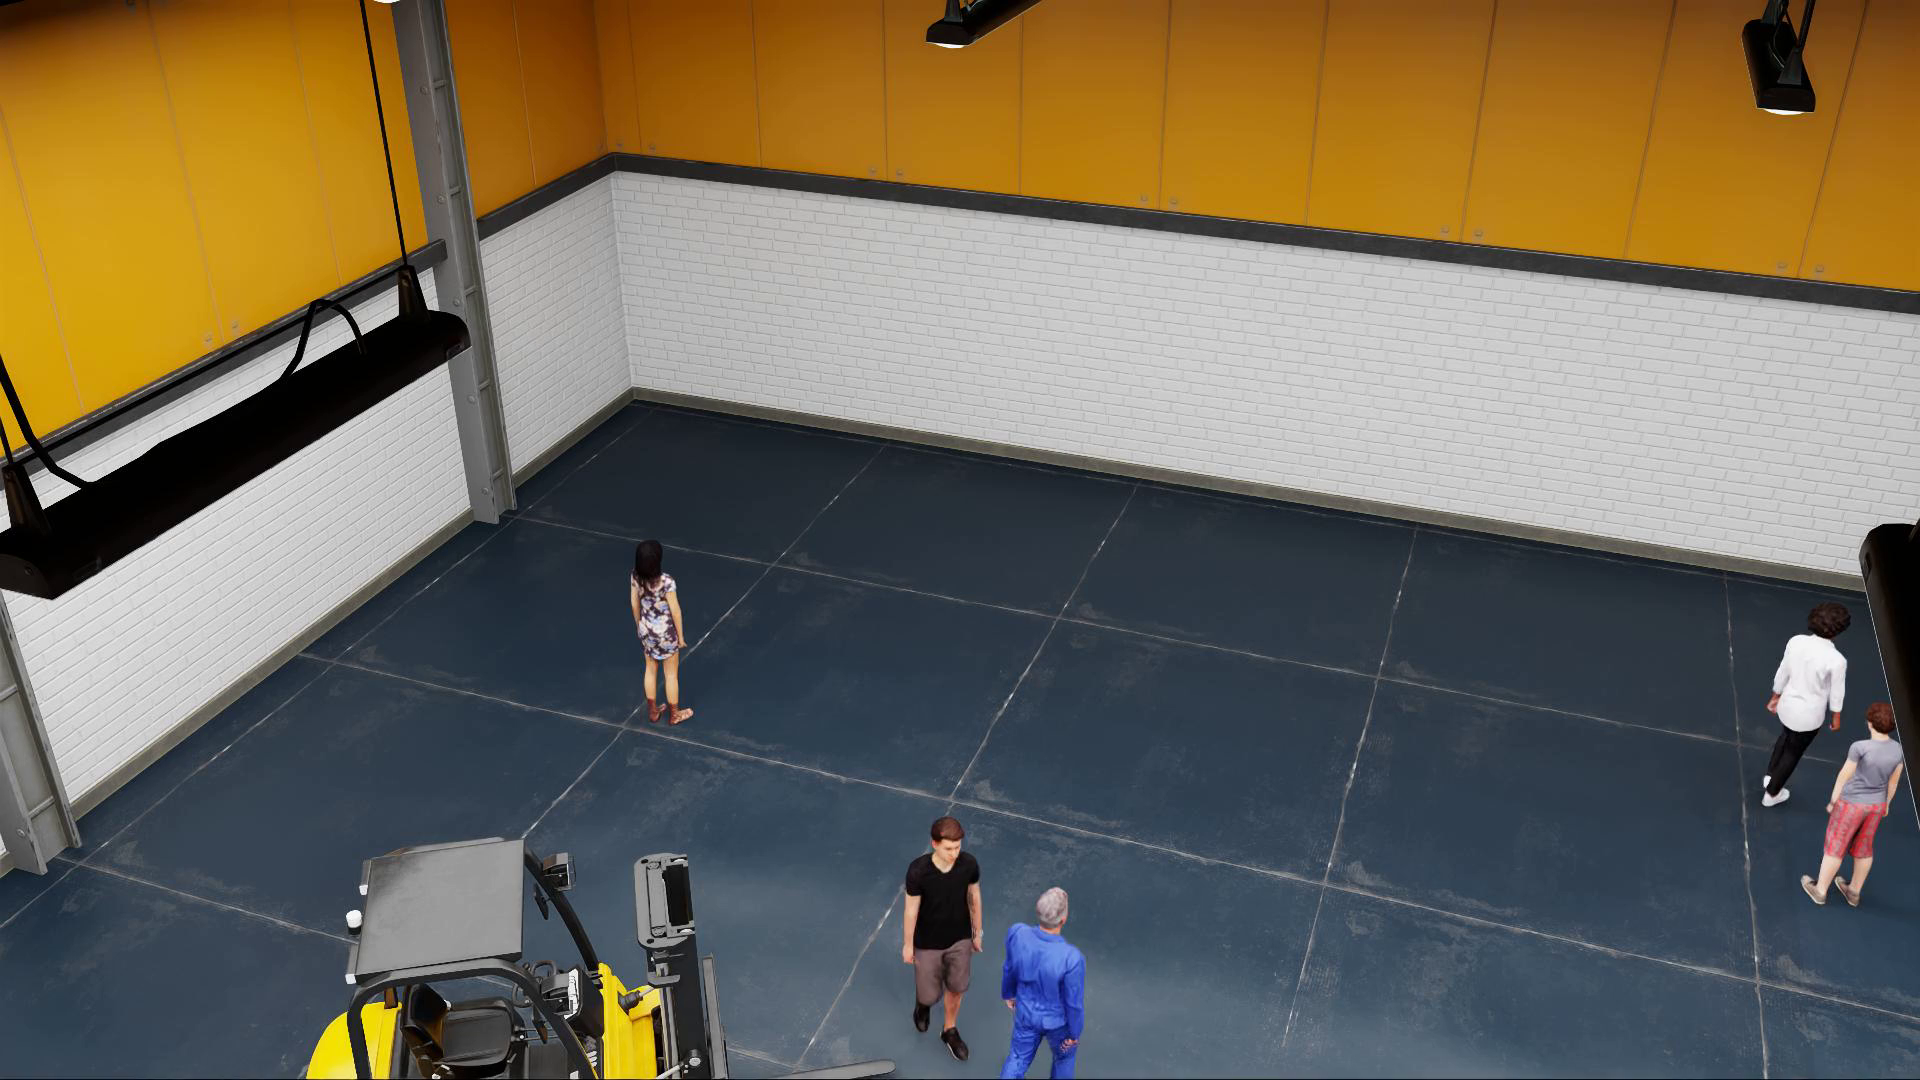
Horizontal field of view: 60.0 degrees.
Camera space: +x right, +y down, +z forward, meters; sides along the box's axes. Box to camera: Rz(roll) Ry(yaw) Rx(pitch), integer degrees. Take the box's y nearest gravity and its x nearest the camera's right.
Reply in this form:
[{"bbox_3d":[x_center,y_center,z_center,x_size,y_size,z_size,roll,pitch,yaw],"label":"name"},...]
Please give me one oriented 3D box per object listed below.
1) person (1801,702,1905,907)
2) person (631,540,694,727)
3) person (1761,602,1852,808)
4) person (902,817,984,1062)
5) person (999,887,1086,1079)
[{"bbox_3d":[6.475,1.920,11.955,0.653,1.644,0.657,-1,29,-2],"label":"person"},{"bbox_3d":[-2.536,0.773,13.965,0.601,1.732,0.523,12,31,21],"label":"person"},{"bbox_3d":[6.489,1.318,12.901,0.826,1.795,0.772,-14,32,-24],"label":"person"},{"bbox_3d":[-0.137,2.494,10.689,0.907,1.850,0.972,-9,30,-17],"label":"person"},{"bbox_3d":[0.458,2.897,9.999,0.903,1.801,1.147,18,33,29],"label":"person"}]
